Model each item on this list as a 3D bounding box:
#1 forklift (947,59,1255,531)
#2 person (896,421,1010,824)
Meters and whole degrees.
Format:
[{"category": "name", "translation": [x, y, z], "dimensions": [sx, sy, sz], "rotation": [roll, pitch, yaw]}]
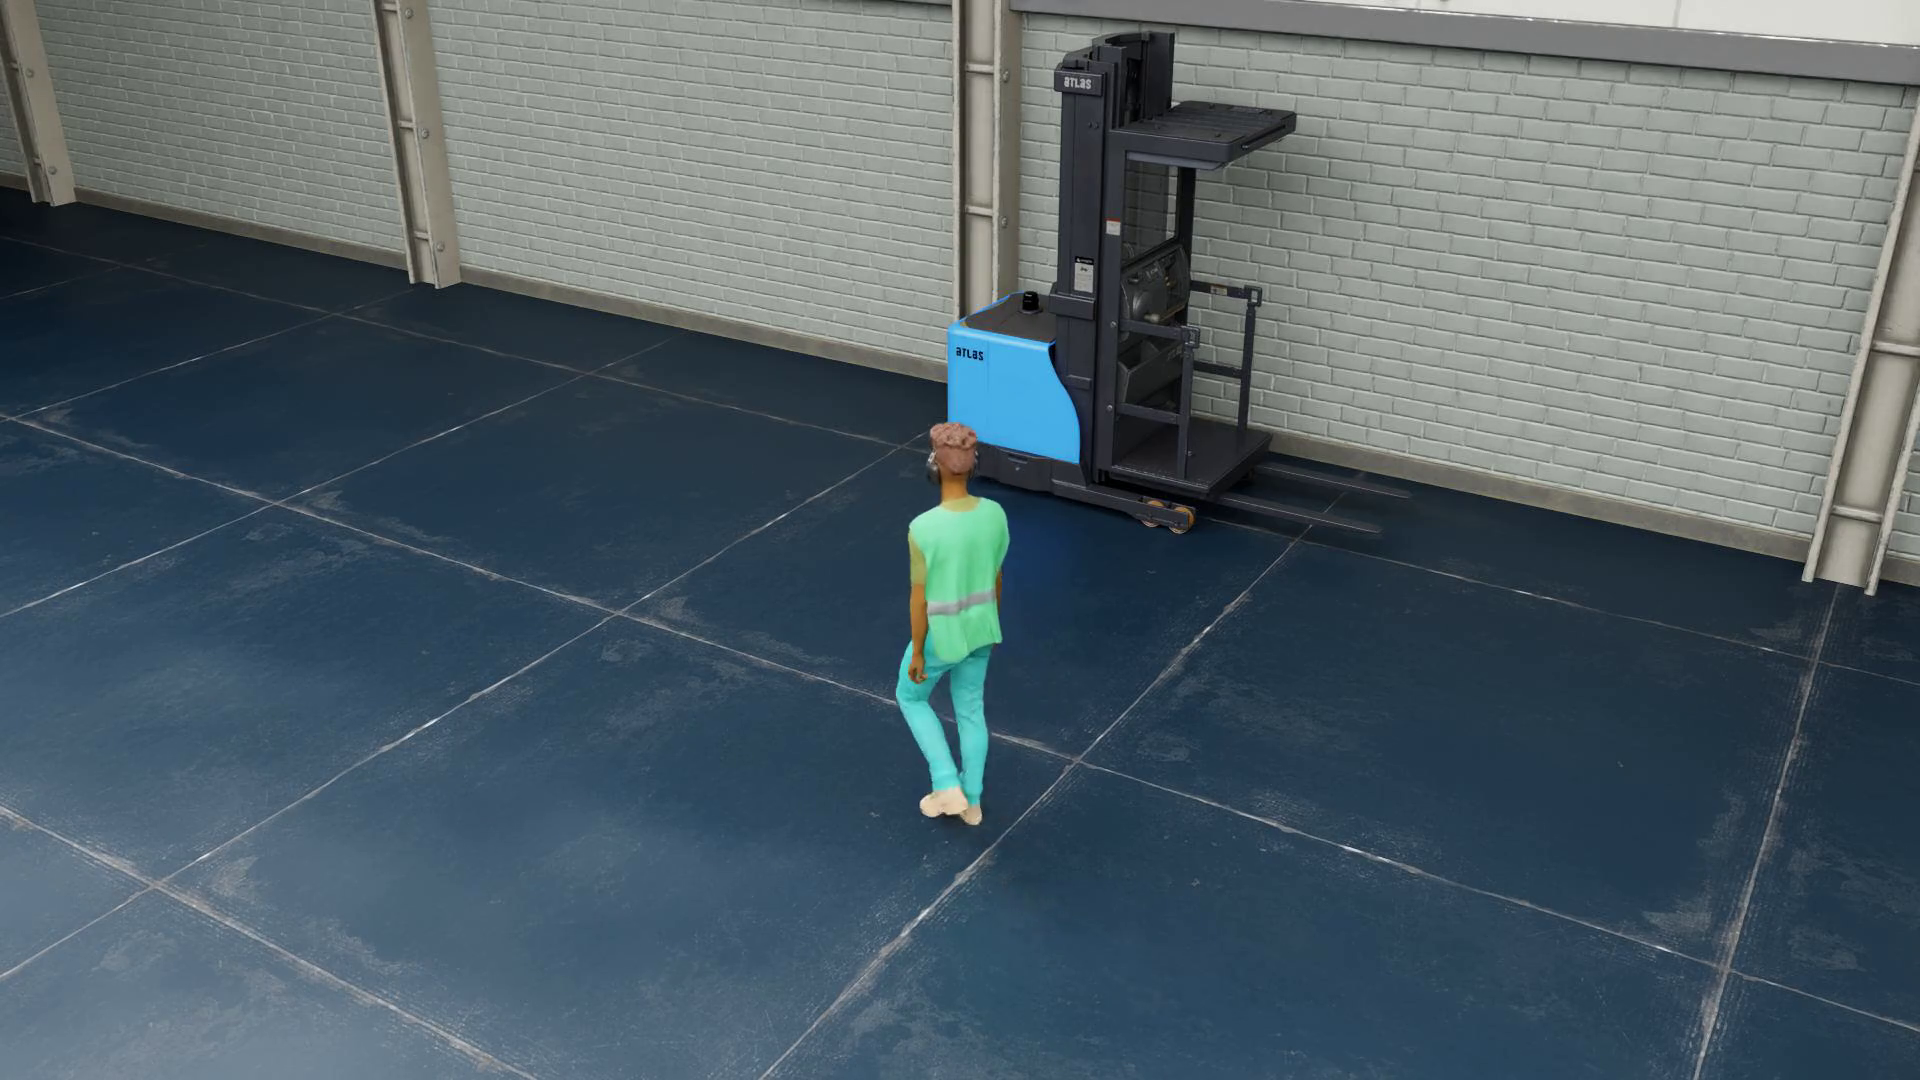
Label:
[{"category": "forklift", "translation": [0.933, -1.707, 10.833], "dimensions": [1.873, 2.768, 1.129], "rotation": [15, 29, 28]}, {"category": "person", "translation": [-0.029, 0.407, 7.420], "dimensions": [0.508, 1.959, 0.485], "rotation": [-16, 30, -30]}]
